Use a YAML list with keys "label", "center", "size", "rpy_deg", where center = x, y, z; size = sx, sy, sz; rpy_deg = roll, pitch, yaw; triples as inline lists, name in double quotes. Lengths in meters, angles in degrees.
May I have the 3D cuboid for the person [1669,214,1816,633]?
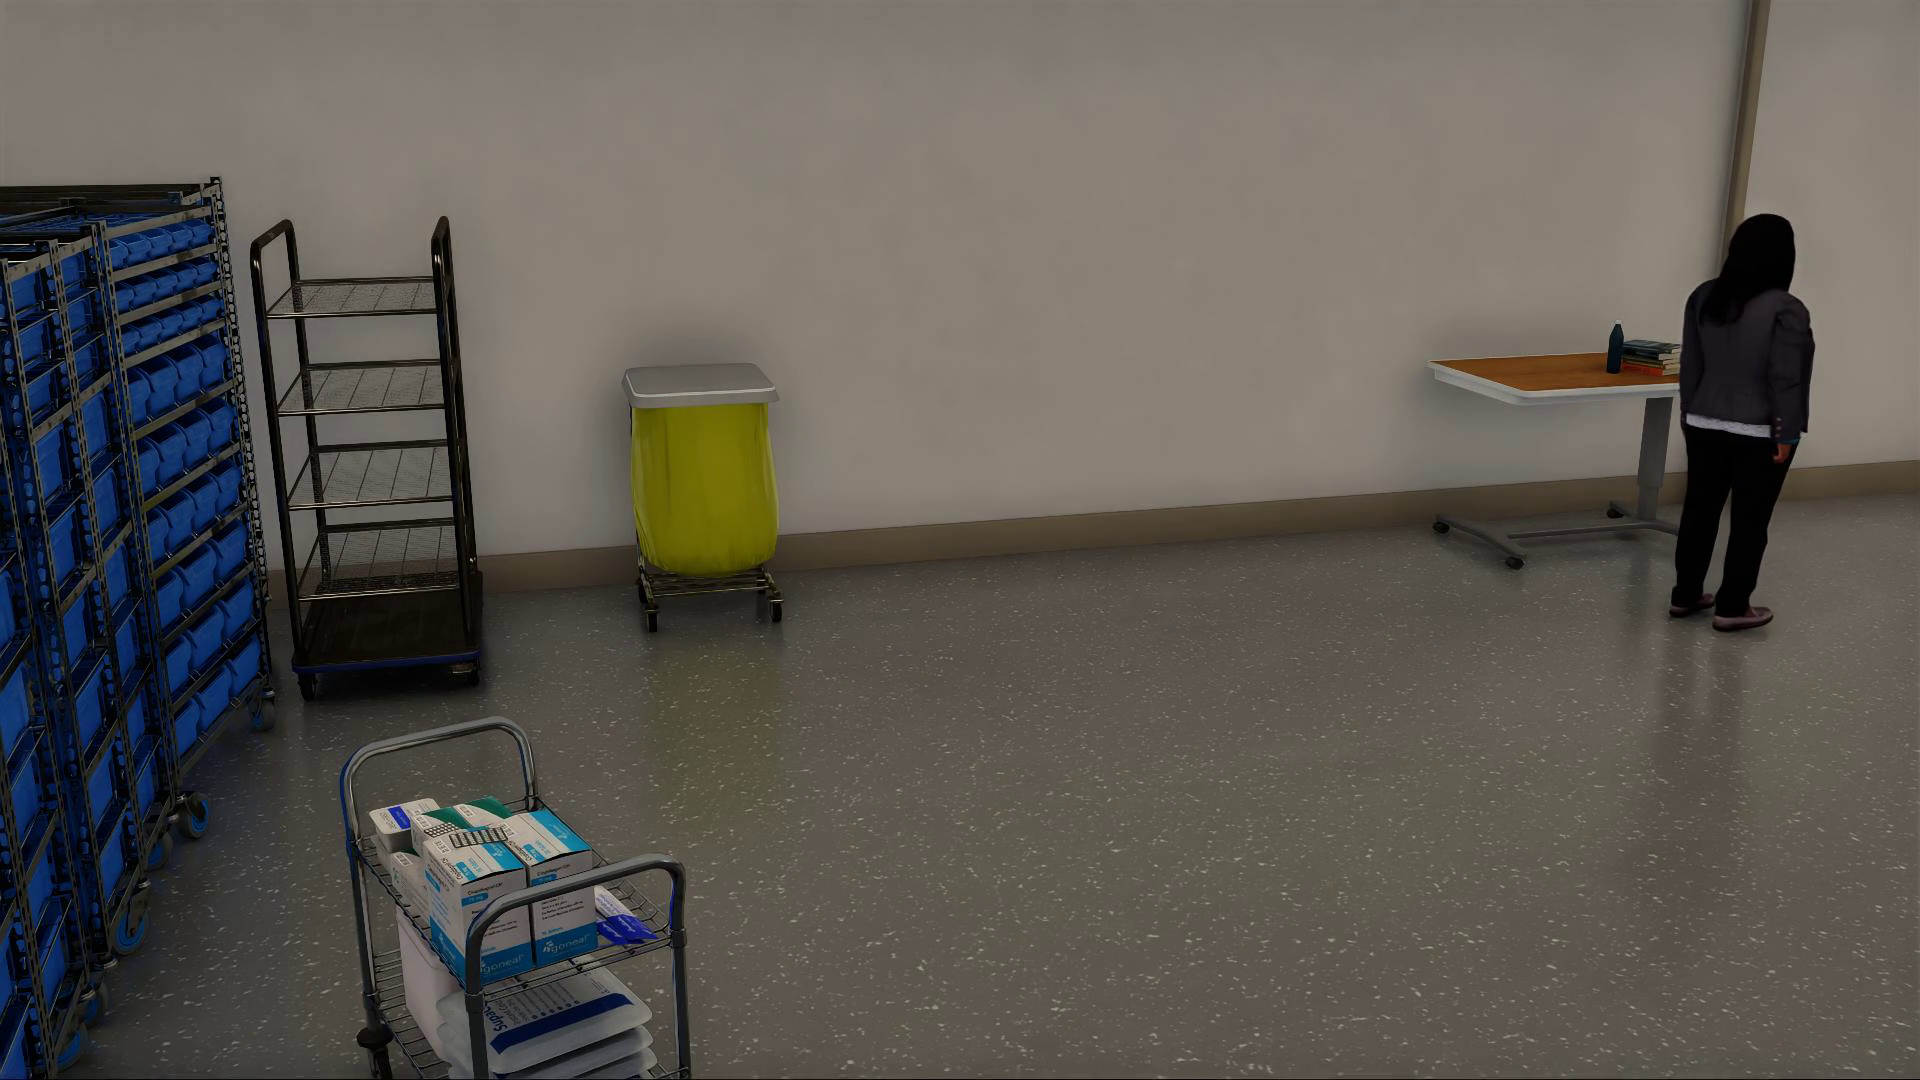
- label: "person"
  center: [2.999, -0.446, 6.406]
  size: [0.734, 1.599, 0.734]
  rpy_deg: [-9, 18, -28]
